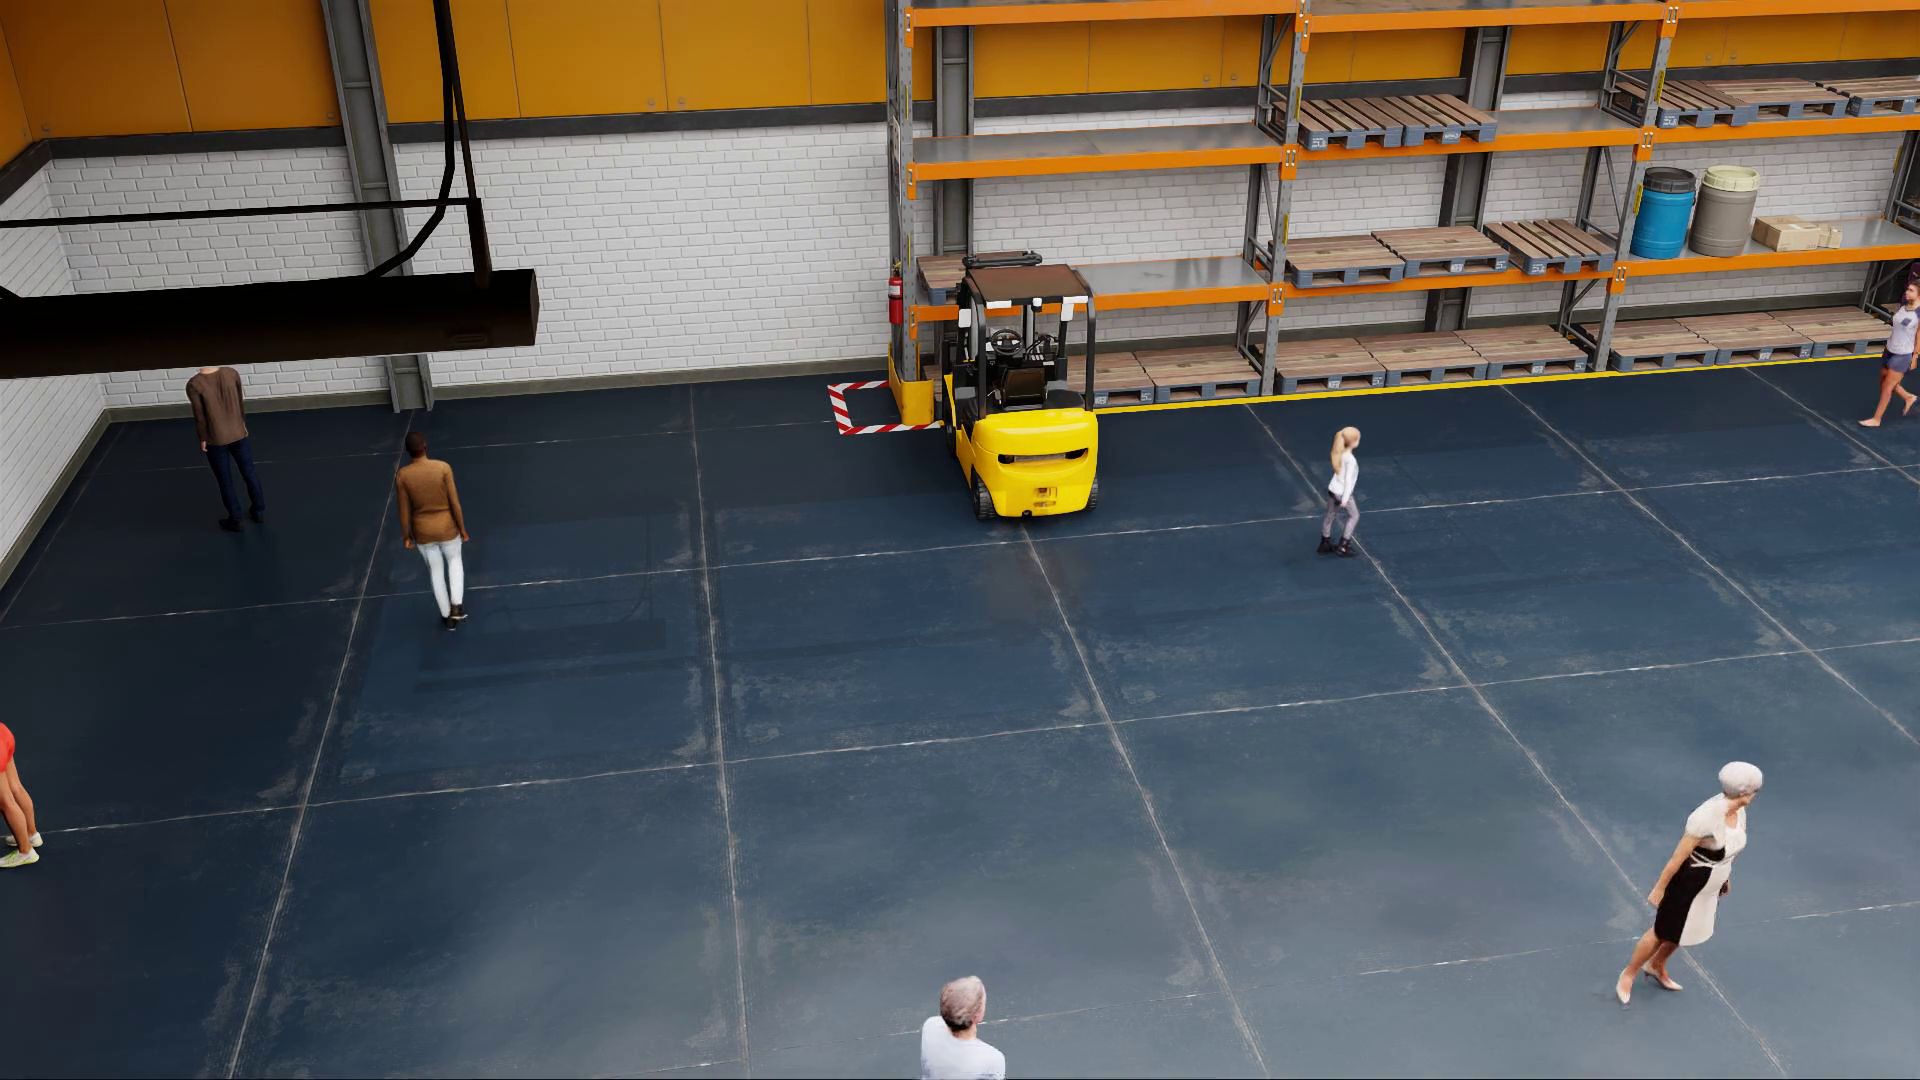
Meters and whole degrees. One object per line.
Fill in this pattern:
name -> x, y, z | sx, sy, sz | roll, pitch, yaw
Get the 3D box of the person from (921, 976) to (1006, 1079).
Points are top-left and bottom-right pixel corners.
person -> -0.037, 2.955, 8.167 | 1.091, 1.870, 1.221 | 23, 36, 36

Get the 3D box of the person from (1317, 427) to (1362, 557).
person -> 3.379, -0.424, 14.992 | 0.597, 1.267, 0.523 | -9, 30, -17

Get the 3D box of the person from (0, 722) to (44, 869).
person -> -6.483, 1.391, 11.116 | 0.554, 1.792, 0.556 | -5, 29, -8

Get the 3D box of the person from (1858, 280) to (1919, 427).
person -> 9.931, -1.953, 17.444 | 0.919, 1.603, 0.594 | -3, 29, -6

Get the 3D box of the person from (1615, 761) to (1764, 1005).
person -> 4.324, 2.055, 9.972 | 0.734, 1.722, 0.914 | -10, 30, -18

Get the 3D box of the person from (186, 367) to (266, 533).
person -> -6.791, -0.978, 15.358 | 0.801, 1.889, 0.728 | 21, 35, 33

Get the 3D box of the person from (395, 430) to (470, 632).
person -> -4.324, -0.037, 13.718 | 0.606, 1.806, 0.774 | -9, 30, -16
